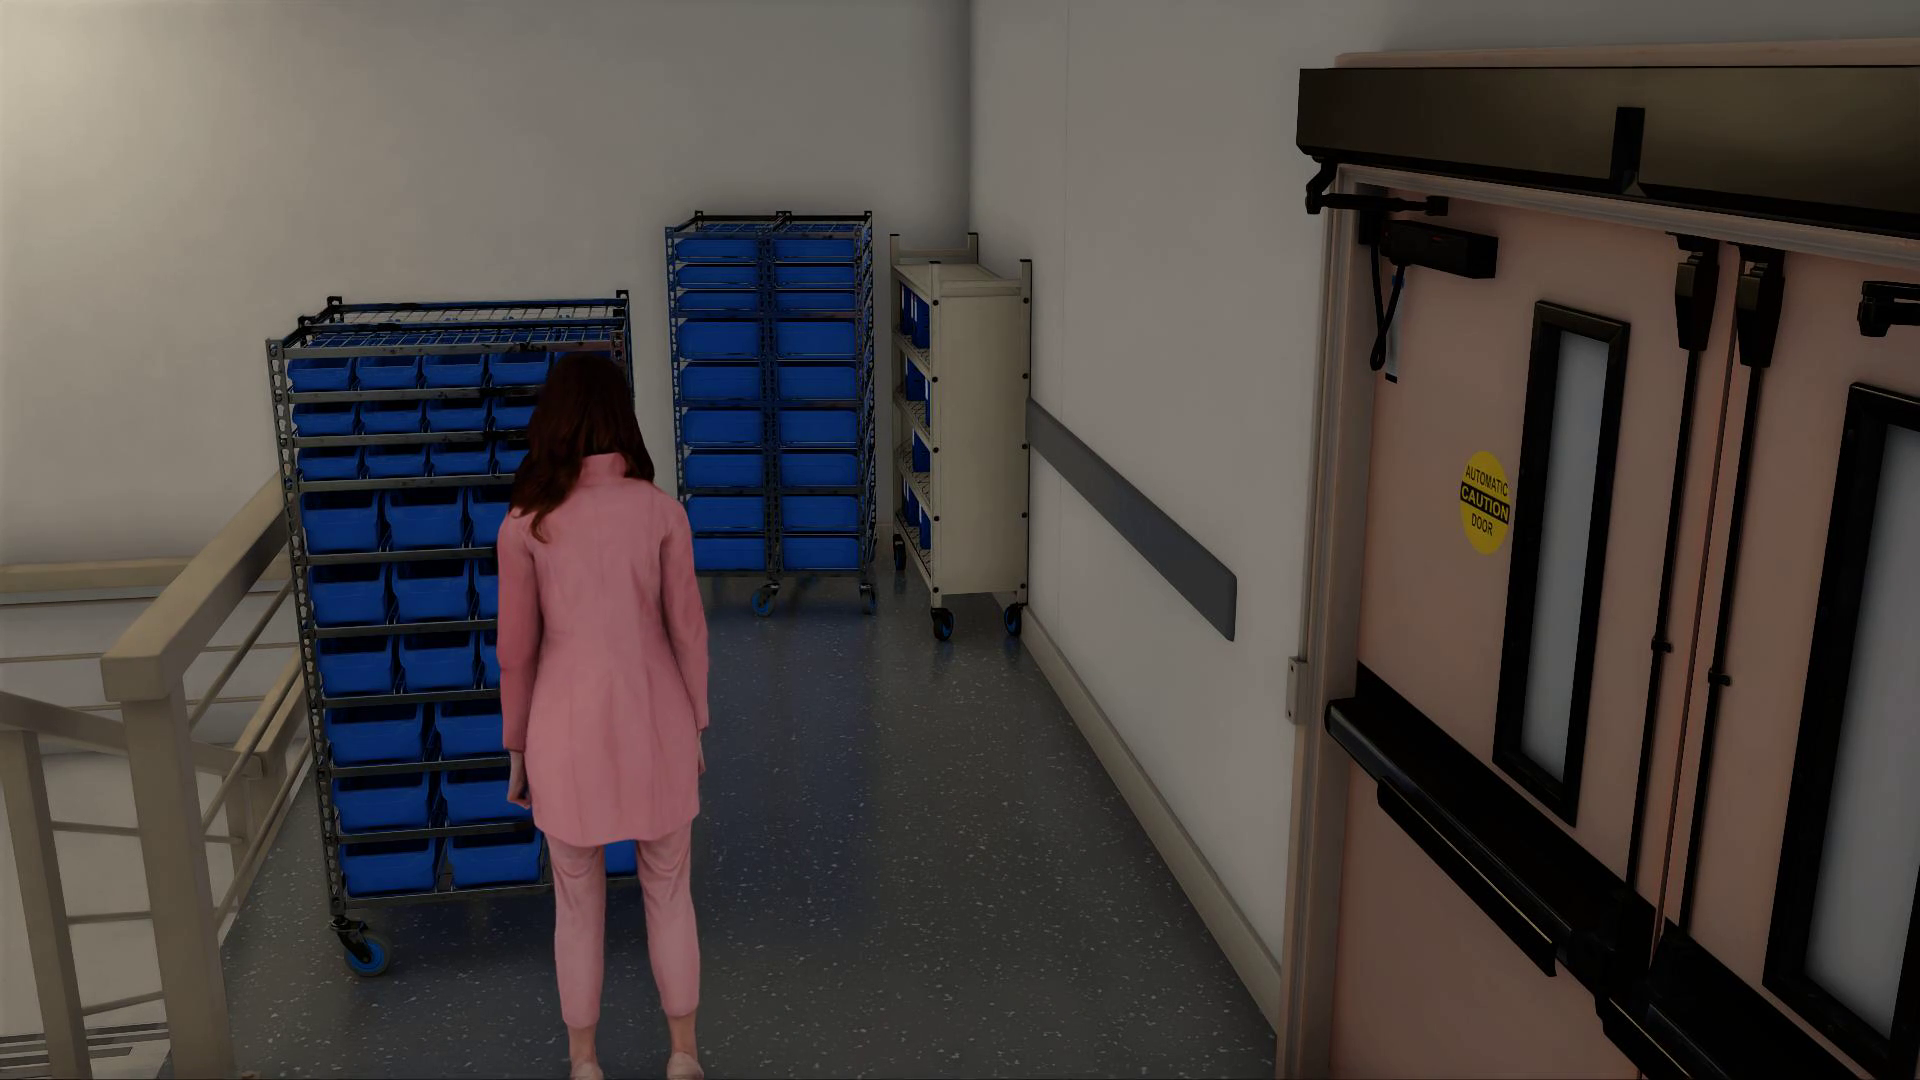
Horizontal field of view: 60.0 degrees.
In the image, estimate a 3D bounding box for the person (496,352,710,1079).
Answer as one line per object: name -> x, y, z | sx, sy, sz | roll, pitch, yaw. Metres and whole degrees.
person -> -0.792, 0.473, 3.755 | 0.621, 1.799, 0.523 | -4, 16, -12
